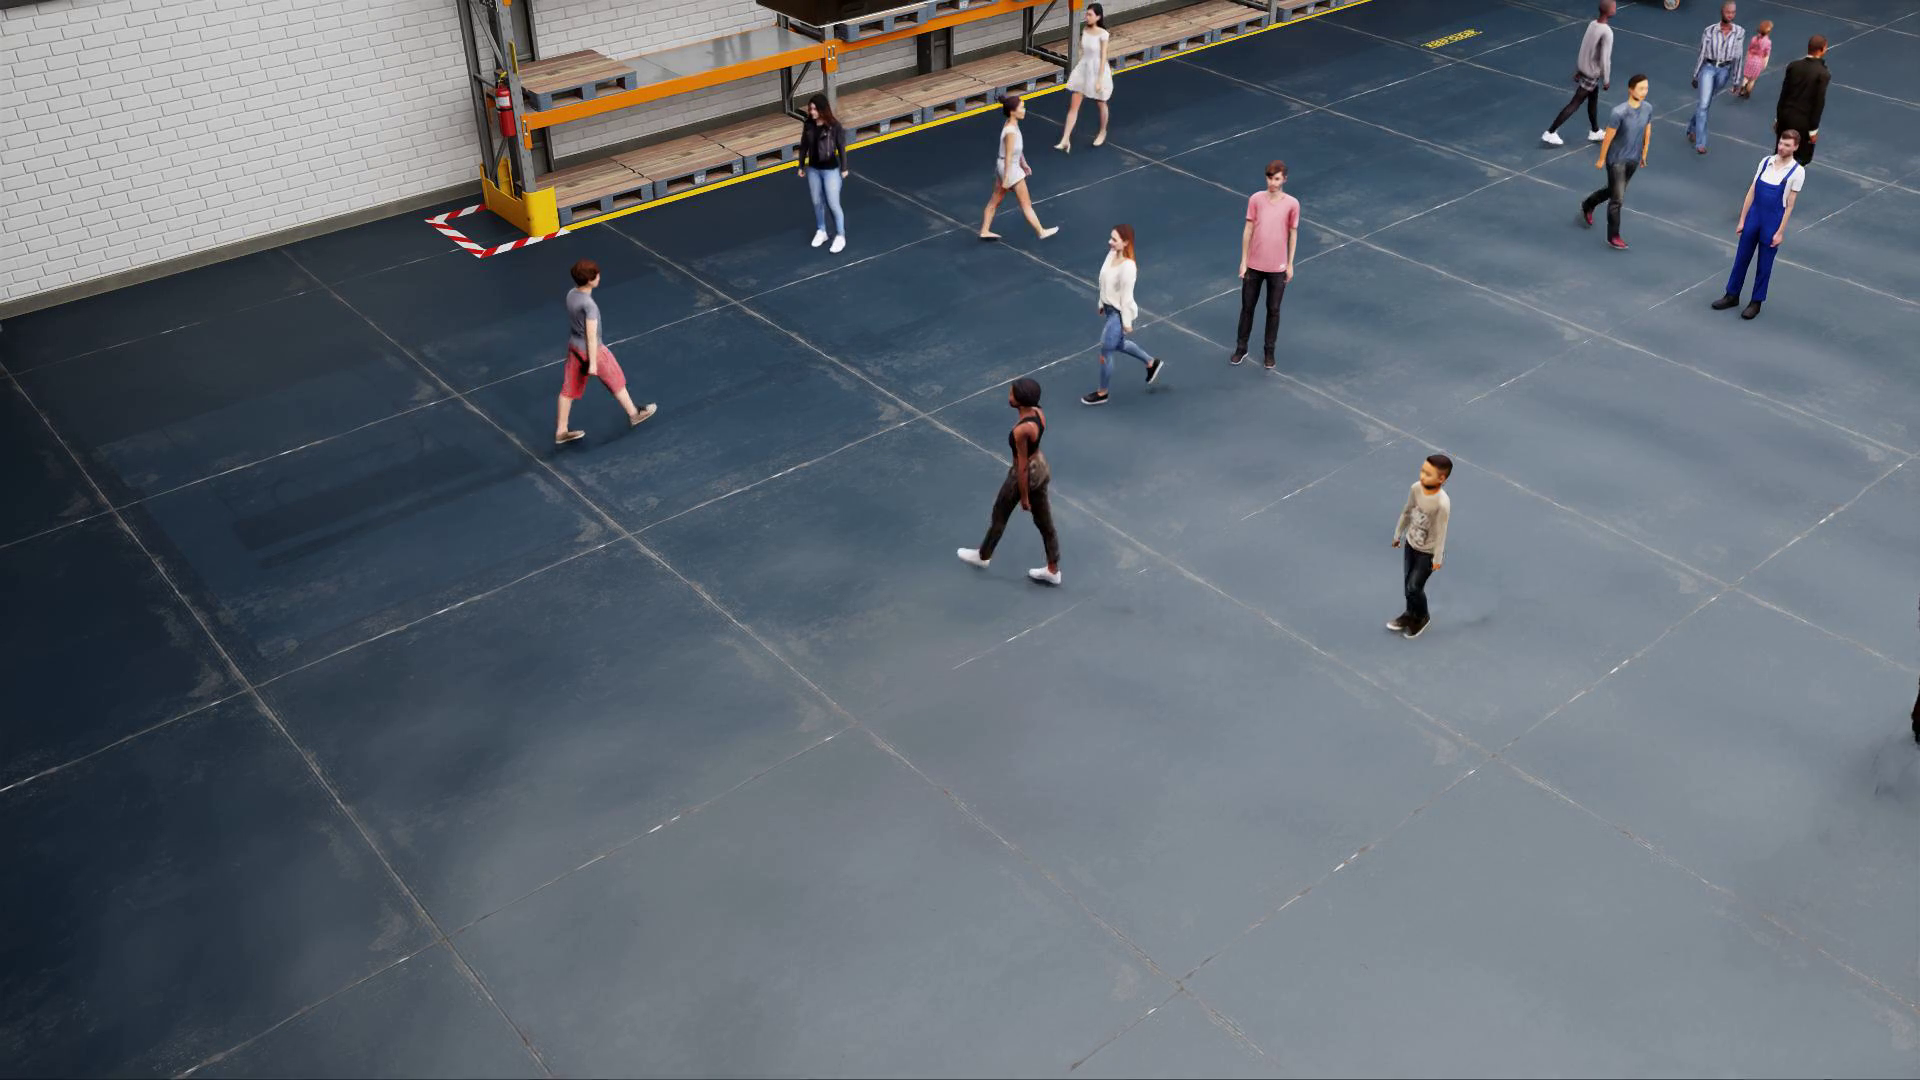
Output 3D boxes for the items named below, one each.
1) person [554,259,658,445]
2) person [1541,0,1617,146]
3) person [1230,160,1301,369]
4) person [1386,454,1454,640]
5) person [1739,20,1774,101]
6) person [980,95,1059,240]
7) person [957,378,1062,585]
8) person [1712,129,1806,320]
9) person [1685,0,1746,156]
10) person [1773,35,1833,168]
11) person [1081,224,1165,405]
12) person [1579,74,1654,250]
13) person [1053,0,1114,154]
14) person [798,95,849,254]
[{"bbox_3d":[-3.192,-1.527,13.911,1.147,1.594,0.562,-25,41,-32],"label":"person"},{"bbox_3d":[7.414,-5.533,19.817,1.254,1.727,1.040,-4,34,-6],"label":"person"},{"bbox_3d":[2.783,-2.502,15.050,0.715,1.957,0.736,8,34,12],"label":"person"},{"bbox_3d":[3.310,0.037,11.685,0.600,1.452,0.621,-14,36,-20],"label":"person"},{"bbox_3d":[10.227,-6.168,21.417,0.465,1.015,0.471,23,40,31],"label":"person"},{"bbox_3d":[0.435,-3.861,17.447,1.114,1.566,0.975,-2,34,-2],"label":"person"},{"bbox_3d":[0.574,-0.396,12.147,0.912,1.663,1.060,16,37,23],"label":"person"},{"bbox_3d":[7.745,-3.058,15.983,0.548,1.850,0.616,-24,41,-32],"label":"person"},{"bbox_3d":[8.923,-5.505,19.758,1.156,1.747,1.206,2,34,3],"label":"person"},{"bbox_3d":[9.086,-4.536,18.168,0.896,1.894,0.796,-16,37,-23],"label":"person"},{"bbox_3d":[1.448,-1.970,14.511,1.104,1.667,0.919,-7,34,-10],"label":"person"},{"bbox_3d":[6.910,-4.035,17.513,1.136,1.783,0.963,-13,36,-18],"label":"person"},{"bbox_3d":[1.639,-5.471,19.716,1.130,1.737,0.671,-28,43,-36],"label":"person"},{"bbox_3d":[-1.417,-3.870,17.402,0.764,1.631,0.756,13,36,19],"label":"person"}]
